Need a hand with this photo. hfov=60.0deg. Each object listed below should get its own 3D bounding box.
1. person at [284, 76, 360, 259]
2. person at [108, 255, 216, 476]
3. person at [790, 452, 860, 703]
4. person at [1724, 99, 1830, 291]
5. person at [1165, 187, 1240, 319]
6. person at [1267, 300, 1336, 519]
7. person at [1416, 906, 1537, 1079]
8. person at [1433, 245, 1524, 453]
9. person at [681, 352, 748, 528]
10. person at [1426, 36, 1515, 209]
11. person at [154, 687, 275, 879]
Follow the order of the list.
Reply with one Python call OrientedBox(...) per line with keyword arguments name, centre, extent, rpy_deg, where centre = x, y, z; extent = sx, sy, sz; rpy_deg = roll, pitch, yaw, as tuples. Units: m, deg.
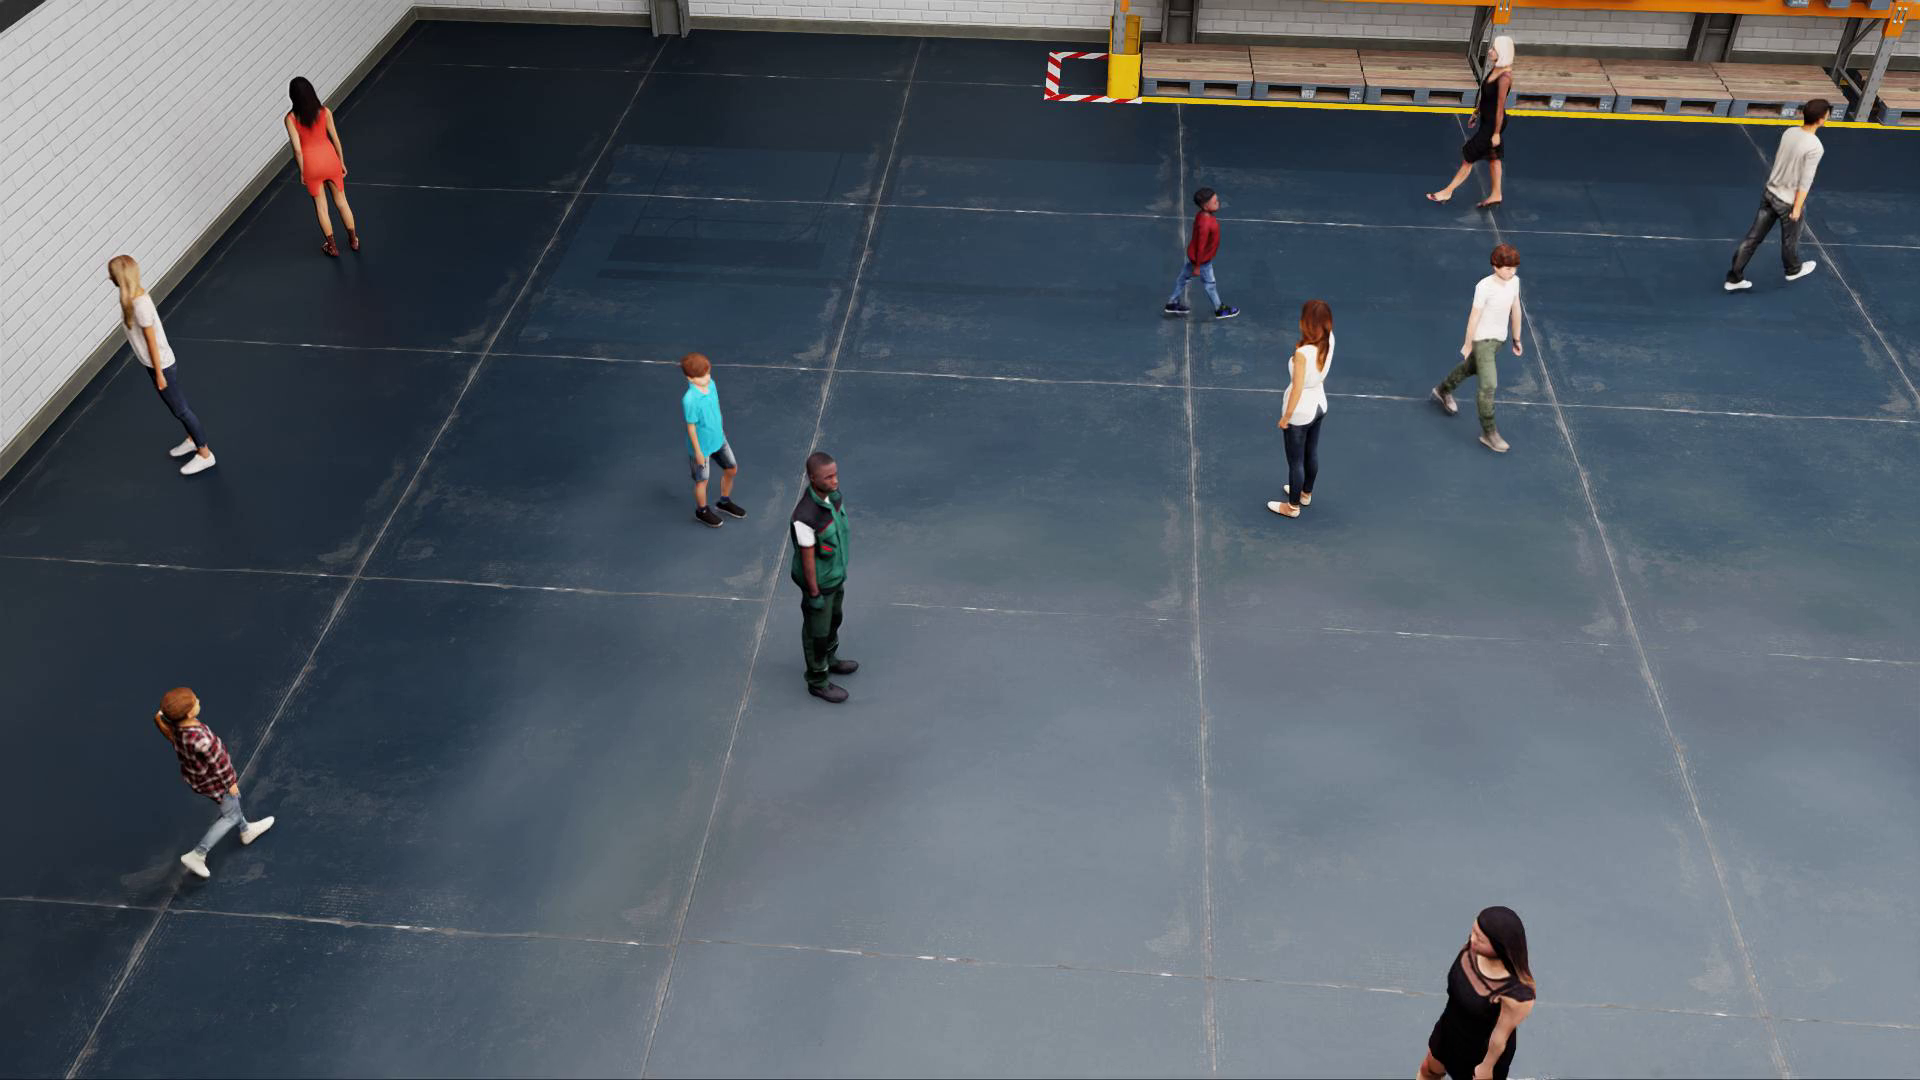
OrientedBox(name="person", centre=(-5.809, -3.392, 15.119), extent=(0.652, 1.719, 0.727), rpy_deg=(-24, 44, -27))
OrientedBox(name="person", centre=(-5.991, -1.330, 12.467), extent=(0.688, 1.808, 0.647), rpy_deg=(-23, 44, -26))
OrientedBox(name="person", centre=(-0.881, 0.212, 10.512), extent=(0.654, 1.839, 0.717), rpy_deg=(9, 39, 11))
OrientedBox(name="person", centre=(7.124, -2.973, 14.549), extent=(1.219, 1.776, 0.968), rpy_deg=(-11, 40, -14))
OrientedBox(name="person", centre=(2.010, -2.451, 14.340), extent=(0.864, 1.221, 0.546), rpy_deg=(1, 39, 1))
OrientedBox(name="person", centre=(2.506, -0.936, 11.995), extent=(0.715, 1.782, 0.674), rpy_deg=(32, 48, 34))
OrientedBox(name="person", centre=(2.544, 2.362, 7.937), extent=(1.100, 1.692, 0.857), rpy_deg=(-8, 39, -10))
OrientedBox(name="person", centre=(4.050, -1.581, 12.935), extent=(1.106, 1.616, 1.082), rpy_deg=(-22, 43, -25))
OrientedBox(name="person", centre=(-1.892, -0.745, 12.029), extent=(0.686, 1.441, 0.651), rpy_deg=(19, 42, 22))
OrientedBox(name="person", centre=(5.125, -3.915, 15.779), extent=(0.980, 1.714, 0.685), rpy_deg=(6, 39, 8))
OrientedBox(name="person", centre=(-4.323, 1.380, 9.486), extent=(0.831, 1.293, 0.854), rpy_deg=(29, 47, 31))
